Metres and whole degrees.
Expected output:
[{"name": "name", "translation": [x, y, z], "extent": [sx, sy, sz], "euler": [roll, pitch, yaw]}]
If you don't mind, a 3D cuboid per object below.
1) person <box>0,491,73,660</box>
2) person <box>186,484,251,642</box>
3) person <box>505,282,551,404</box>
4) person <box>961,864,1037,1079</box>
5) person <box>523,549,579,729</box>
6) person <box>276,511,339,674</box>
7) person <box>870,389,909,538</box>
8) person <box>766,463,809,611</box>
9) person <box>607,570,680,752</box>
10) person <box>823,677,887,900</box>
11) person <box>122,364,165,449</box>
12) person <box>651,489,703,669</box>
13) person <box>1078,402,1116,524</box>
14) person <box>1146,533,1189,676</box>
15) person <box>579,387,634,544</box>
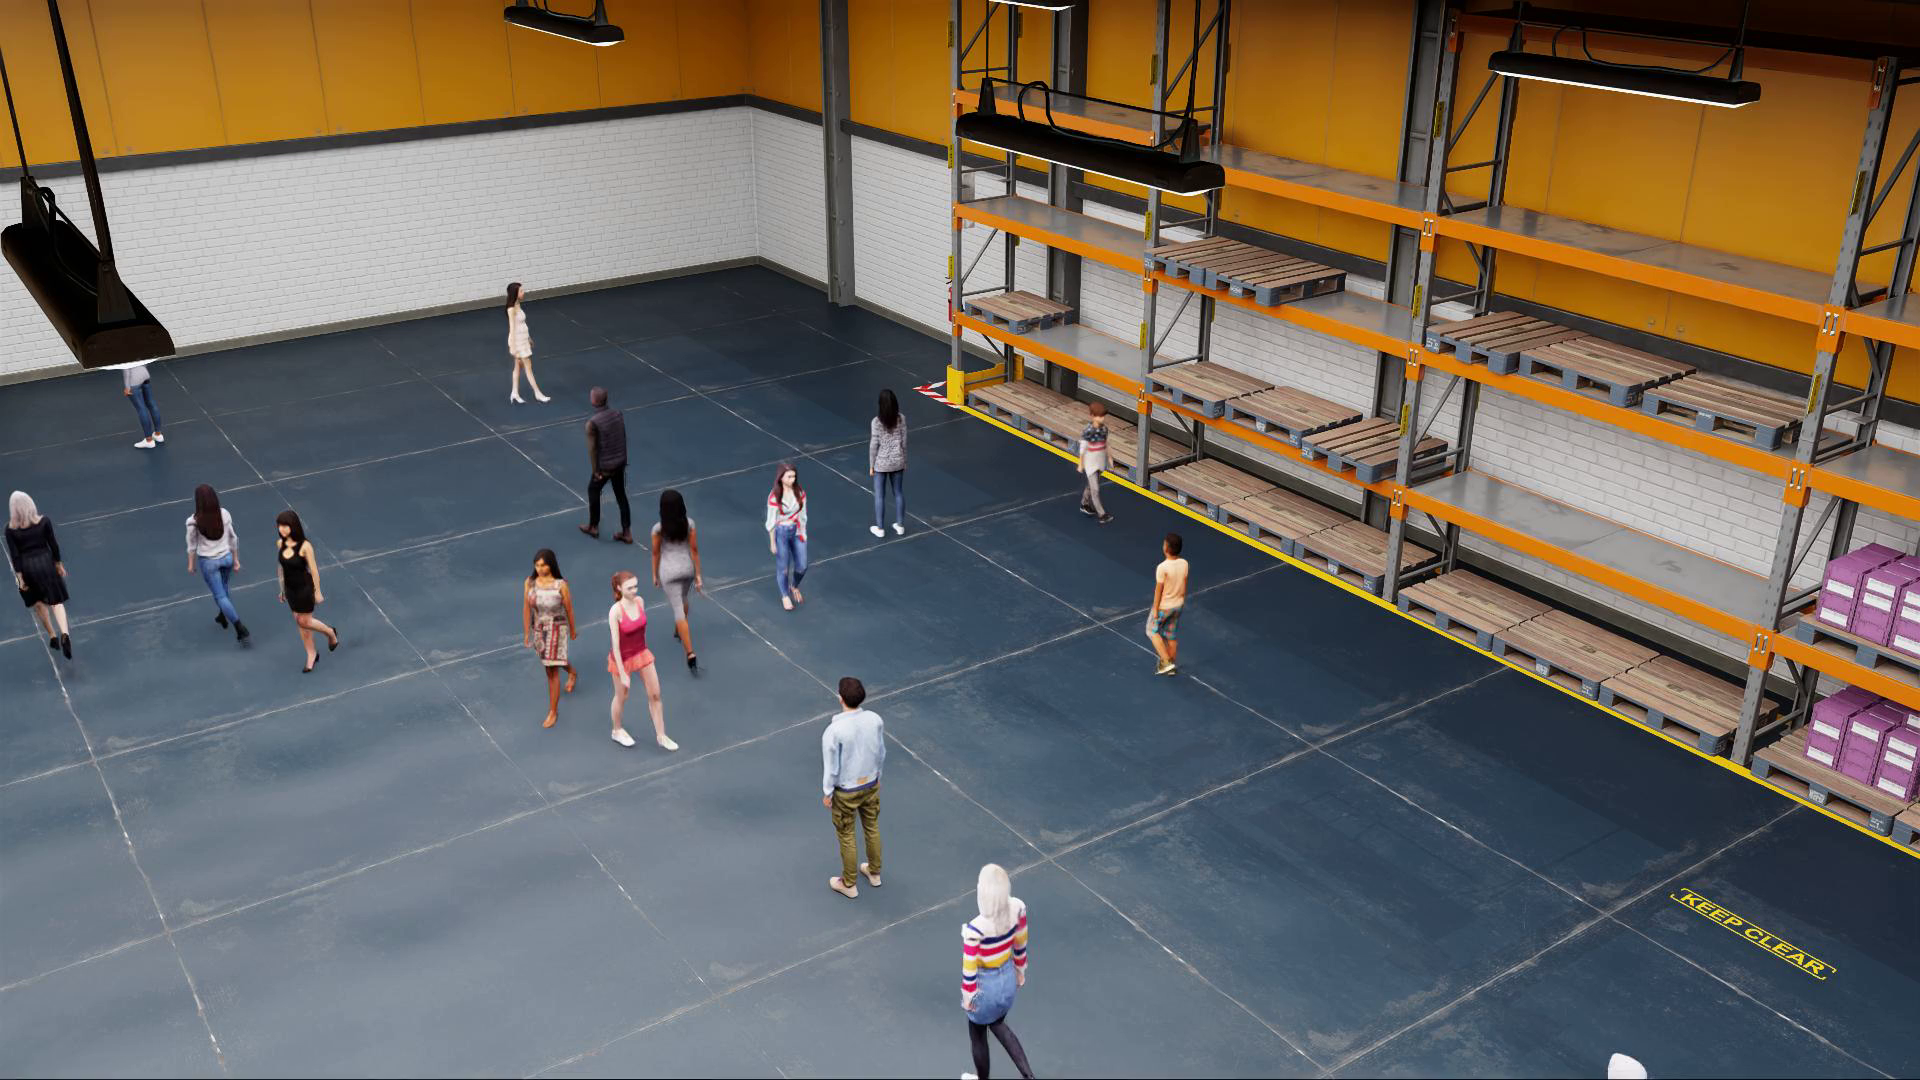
[{"name": "person", "translation": [-8.840, 0.373, 16.023], "extent": [0.602, 1.725, 1.031], "euler": [-17, 29, -34]}, {"name": "person", "translation": [-7.316, 0.260, 16.439], "extent": [1.102, 1.598, 0.789], "euler": [18, 30, 36]}, {"name": "person", "translation": [-6.207, -2.721, 23.108], "extent": [0.885, 1.719, 0.858], "euler": [-1, 24, -1]}, {"name": "person", "translation": [0.251, 2.817, 10.341], "extent": [0.707, 1.797, 0.888], "euler": [-20, 30, -38]}, {"name": "person", "translation": [-3.712, 0.801, 15.190], "extent": [1.106, 1.607, 1.125], "euler": [6, 24, 12]}, {"name": "person", "translation": [-6.258, 0.465, 15.923], "extent": [0.743, 1.637, 0.788], "euler": [9, 25, 20]}, {"name": "person", "translation": [-0.808, -0.879, 18.877], "extent": [0.642, 1.732, 0.582], "euler": [-11, 26, -24]}, {"name": "person", "translation": [-1.808, -0.066, 17.181], "extent": [0.665, 1.602, 0.654], "euler": [-9, 25, -20]}, {"name": "person", "translation": [-2.932, 1.026, 14.533], "extent": [1.006, 1.721, 0.781], "euler": [19, 30, 36]}, {"name": "person", "translation": [-0.792, 1.851, 12.534], "extent": [0.669, 1.812, 0.547], "euler": [-17, 29, -33]}, {"name": "person", "translation": [-10.656, -2.061, 21.578], "extent": [0.738, 1.735, 0.675], "euler": [4, 24, 8]}, {"name": "person", "translation": [-2.683, 0.415, 15.920], "extent": [0.720, 1.730, 1.164], "euler": [-10, 26, -22]}, {"name": "person", "translation": [1.528, -0.928, 19.393], "extent": [0.562, 1.409, 0.892], "euler": [-17, 29, -33]}, {"name": "person", "translation": [2.010, 0.647, 15.737], "extent": [0.552, 1.451, 0.606], "euler": [-14, 27, -29]}, {"name": "person", "translation": [-3.867, -0.816, 18.635], "extent": [1.033, 1.811, 0.872], "euler": [18, 29, 35]}]
